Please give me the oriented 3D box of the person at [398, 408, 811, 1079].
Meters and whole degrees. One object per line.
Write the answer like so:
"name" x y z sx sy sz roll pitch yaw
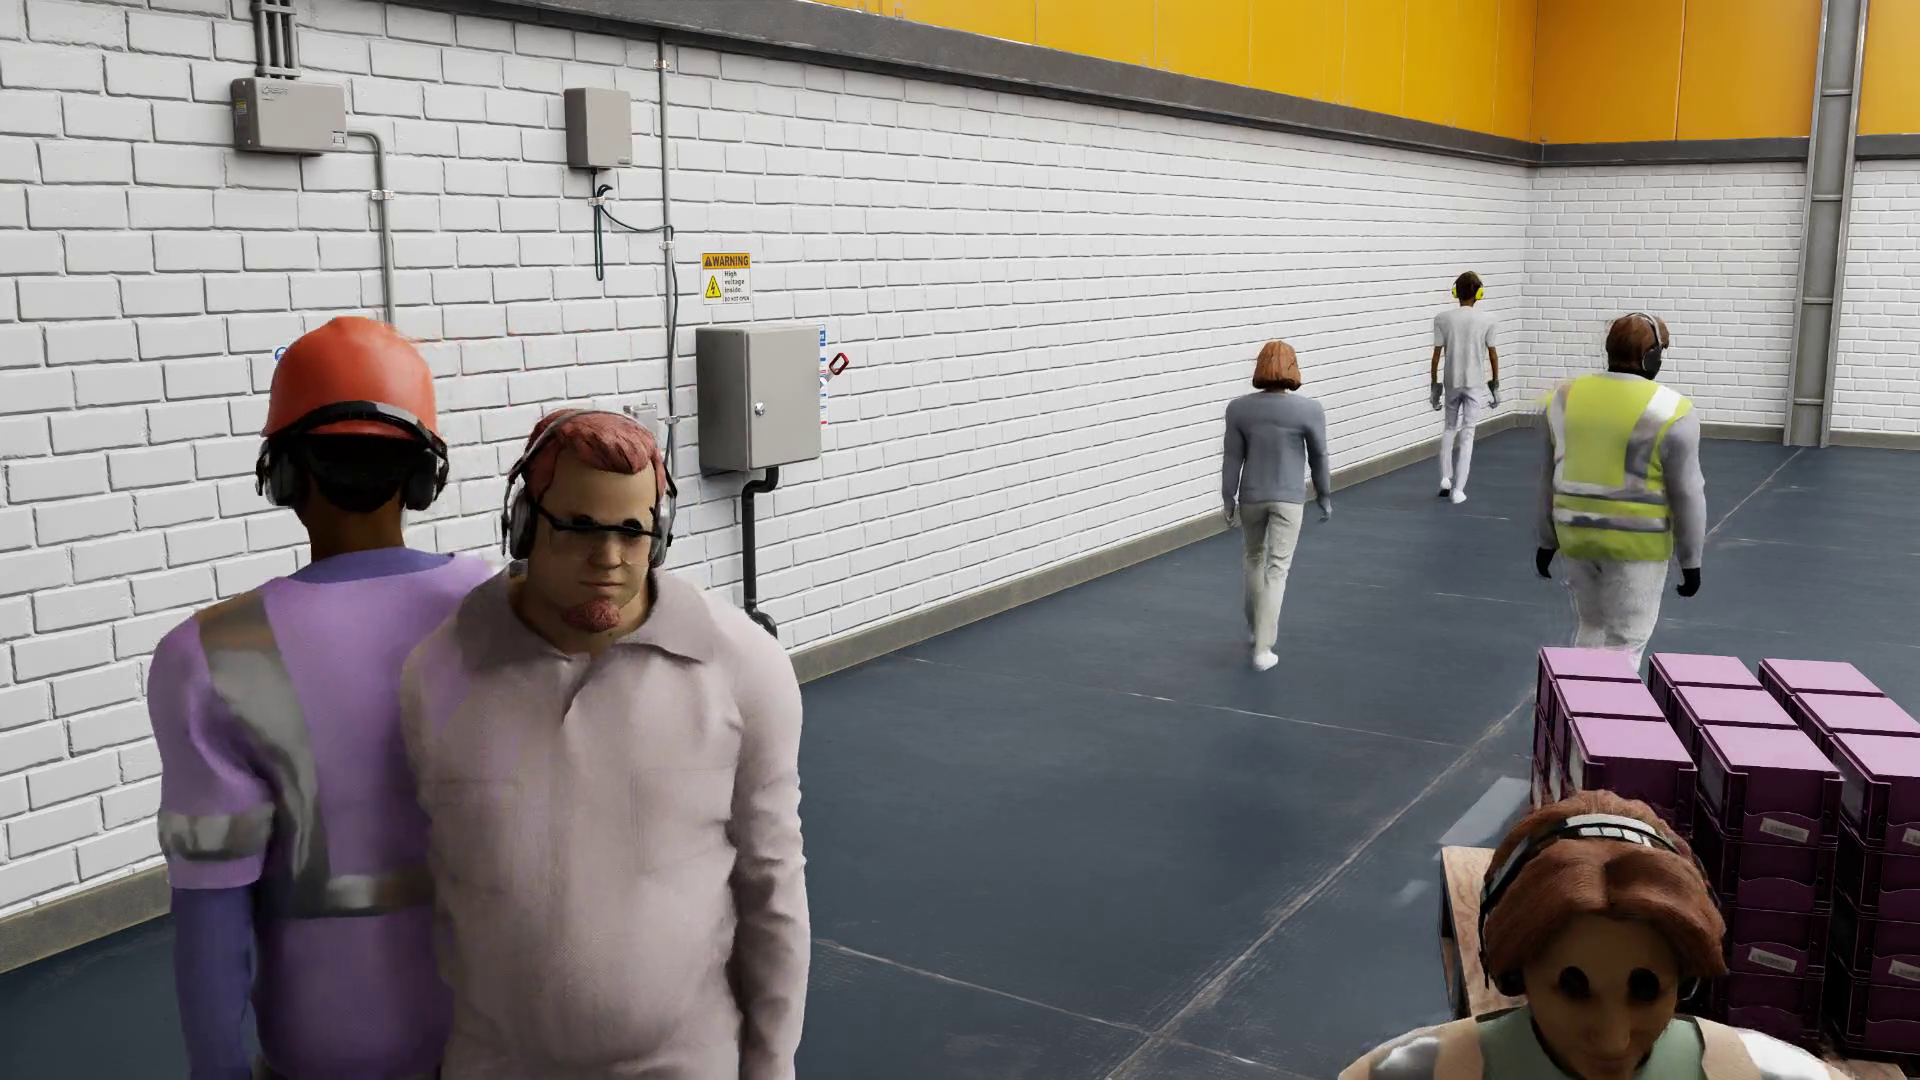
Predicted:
"person" -0.555 0.726 2.499 0.649 1.881 0.619 -2 10 -9

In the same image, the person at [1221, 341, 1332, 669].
"person" 1.598 -0.190 8.353 0.514 1.602 0.778 5 11 26

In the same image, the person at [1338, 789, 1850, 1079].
"person" 0.644 0.992 1.738 0.555 1.613 0.688 2 10 10

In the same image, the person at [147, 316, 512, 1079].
"person" -0.826 0.674 2.465 0.621 2.007 0.966 -7 13 -35

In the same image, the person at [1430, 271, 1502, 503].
"person" 4.078 -1.226 13.388 0.523 1.853 0.502 5 12 28

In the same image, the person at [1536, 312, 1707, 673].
"person" 2.606 0.025 6.529 0.519 1.822 0.650 -8 13 -37
